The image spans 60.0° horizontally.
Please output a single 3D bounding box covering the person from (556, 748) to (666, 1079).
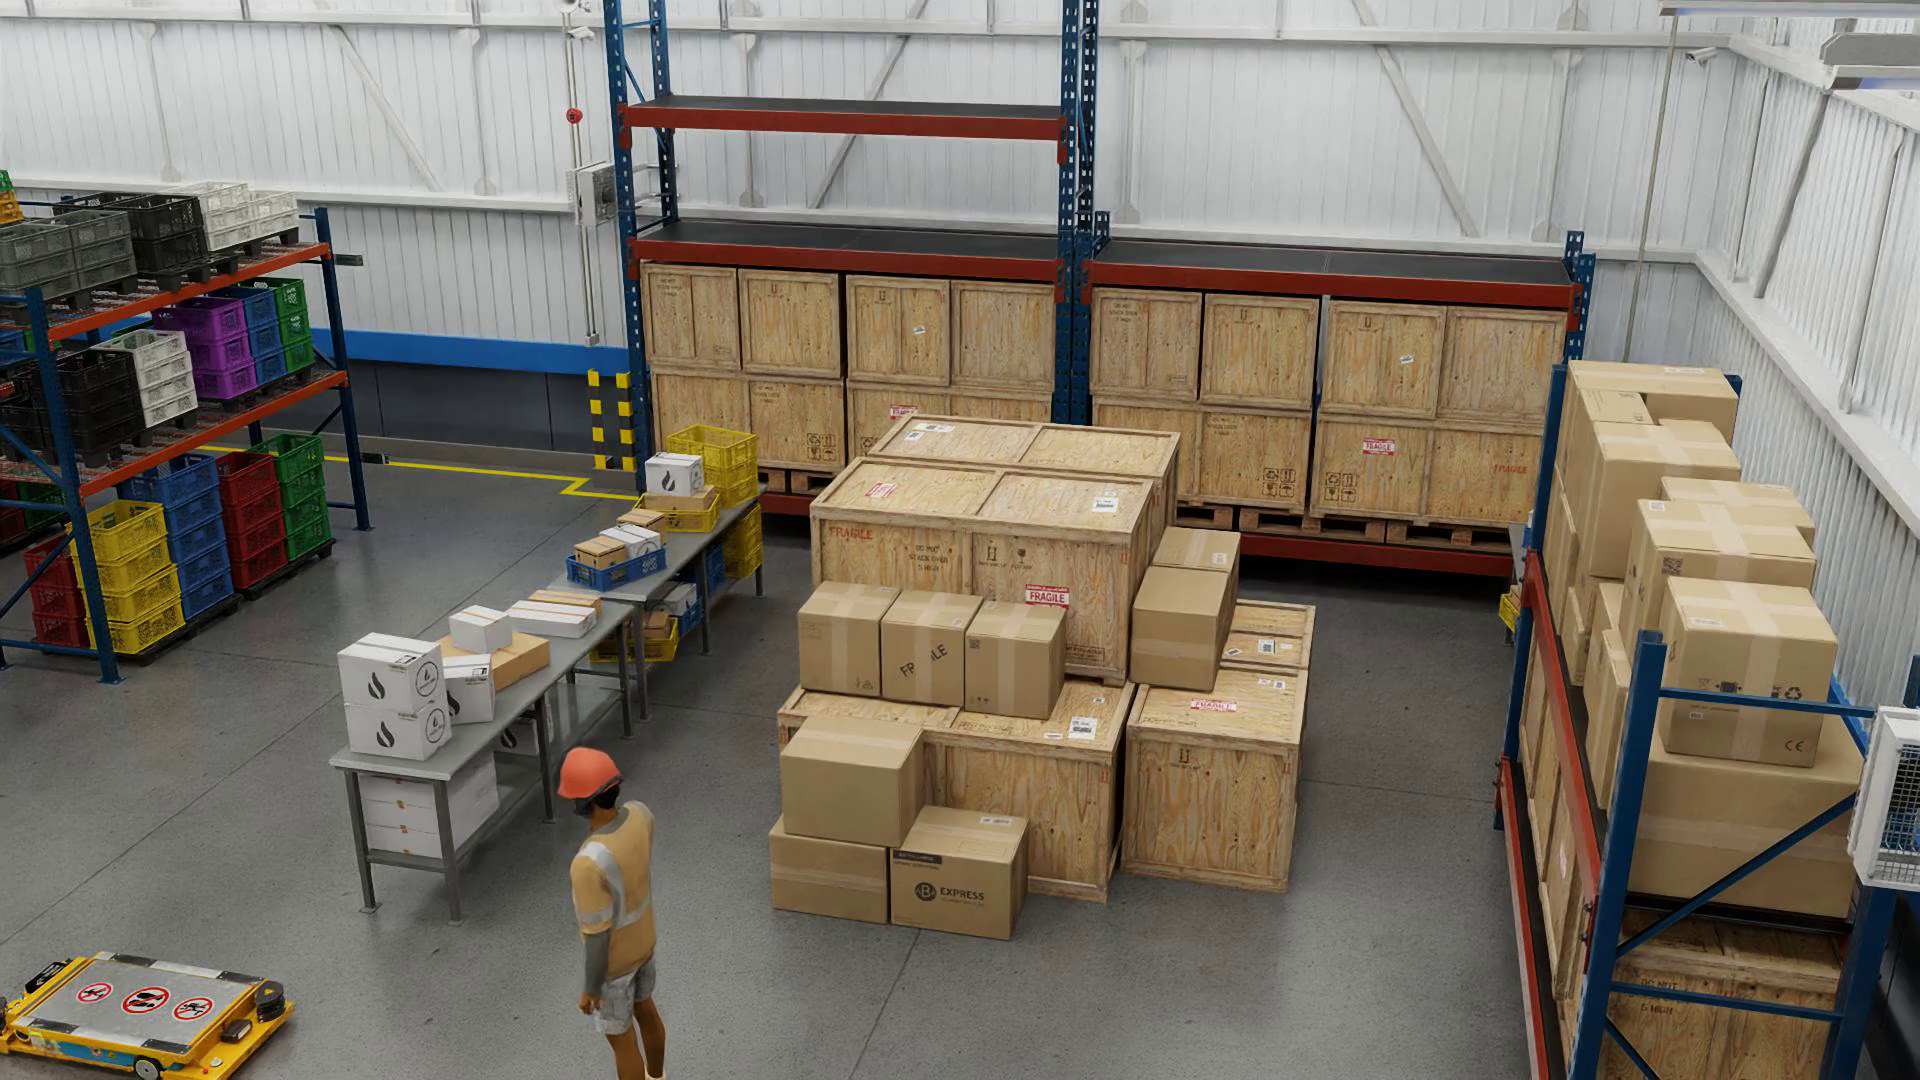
[{"bbox_3d":[-1.607,1.879,7.664,0.400,2.032,0.606,6,22,14],"label":"person"}]

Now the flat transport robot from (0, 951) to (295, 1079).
[{"bbox_3d":[-4.270,2.464,8.601,1.431,0.231,0.659,5,22,13],"label":"flat transport robot"}]
